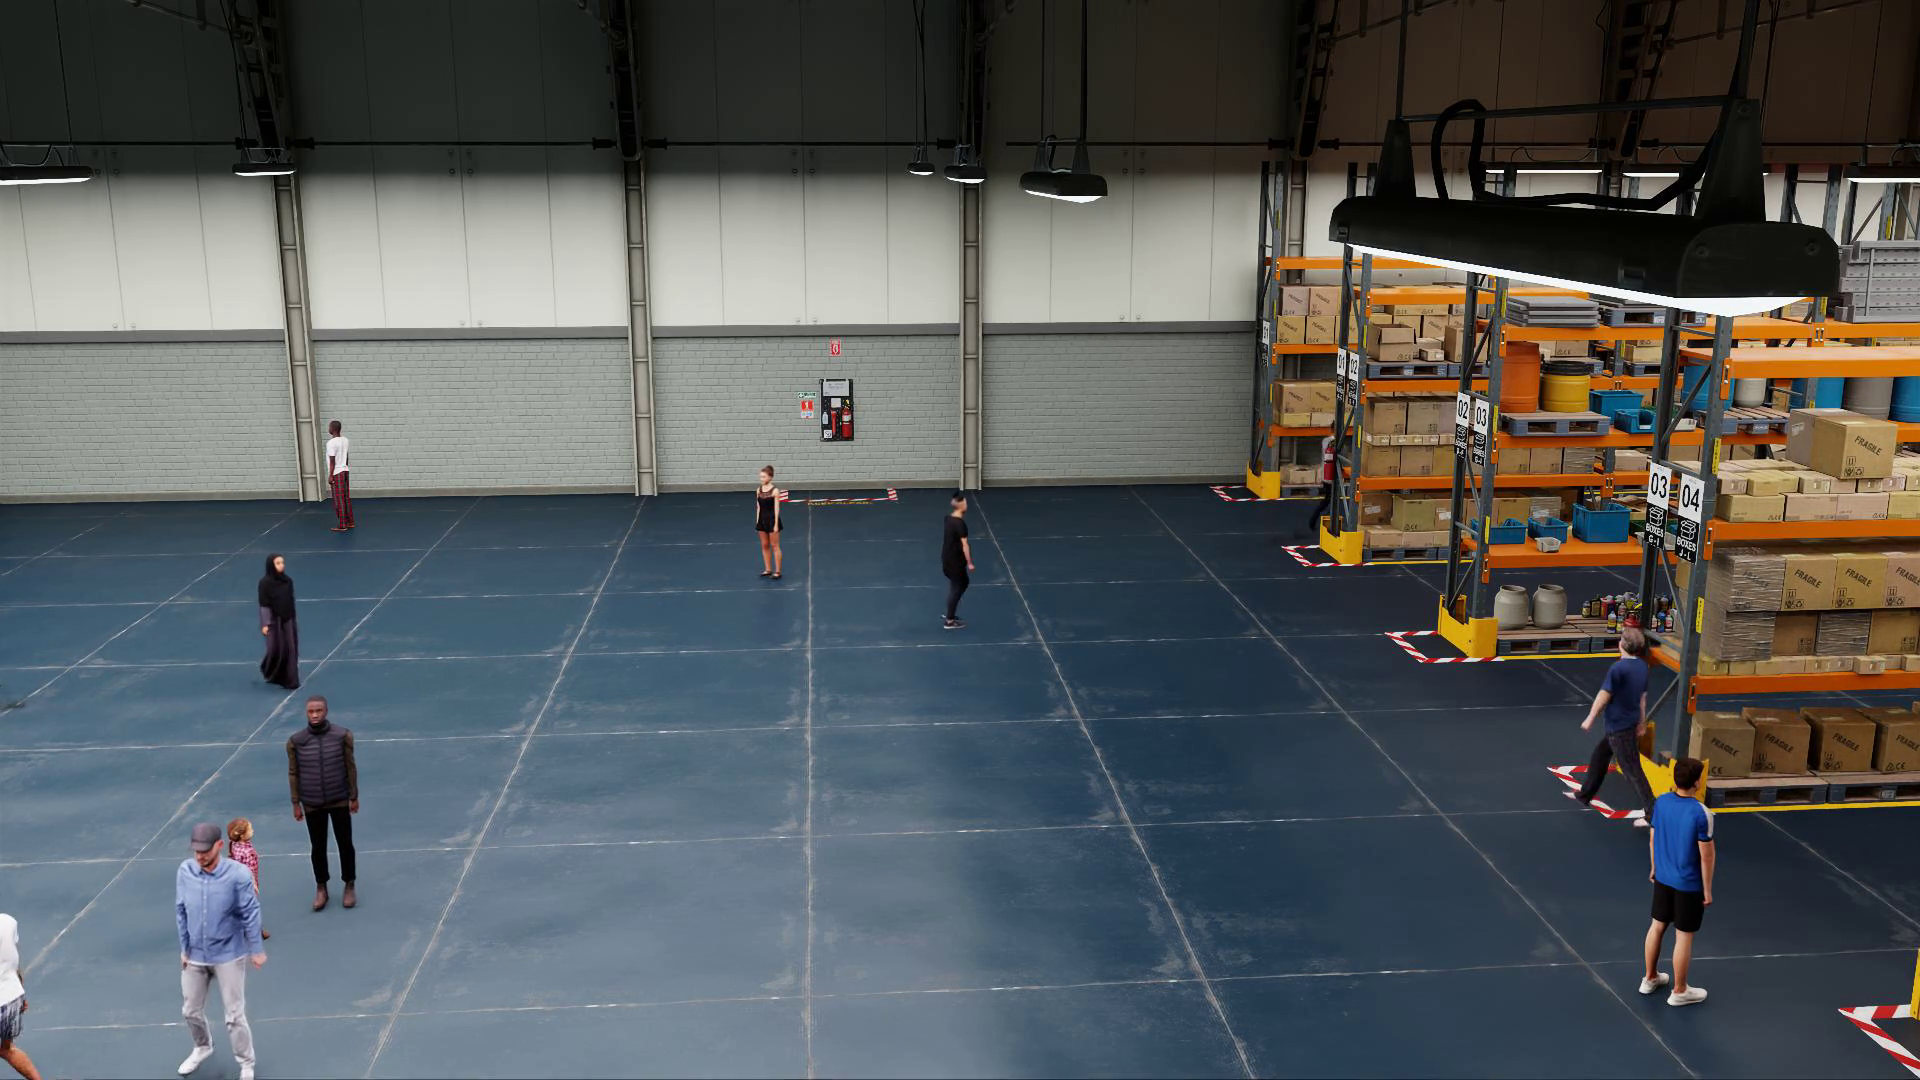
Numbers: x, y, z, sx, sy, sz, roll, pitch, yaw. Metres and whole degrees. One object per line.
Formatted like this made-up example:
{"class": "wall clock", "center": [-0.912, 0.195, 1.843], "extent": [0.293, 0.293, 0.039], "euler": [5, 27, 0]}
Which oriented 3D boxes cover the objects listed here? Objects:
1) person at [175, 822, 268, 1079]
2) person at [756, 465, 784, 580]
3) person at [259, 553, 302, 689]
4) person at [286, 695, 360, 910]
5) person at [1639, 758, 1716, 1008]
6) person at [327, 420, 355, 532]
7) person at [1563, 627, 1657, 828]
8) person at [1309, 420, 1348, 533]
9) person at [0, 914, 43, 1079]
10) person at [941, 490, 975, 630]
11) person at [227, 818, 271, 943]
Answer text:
{"class": "person", "center": [-4.960, 2.737, 11.090], "extent": [0.692, 1.871, 0.911], "euler": [0, 13, -1]}
{"class": "person", "center": [-2.803, -0.269, 24.495], "extent": [0.679, 1.680, 0.750], "euler": [9, 16, 34]}
{"class": "person", "center": [-7.997, 0.936, 19.450], "extent": [0.927, 1.608, 0.860], "euler": [10, 16, 37]}
{"class": "person", "center": [-5.219, 2.144, 13.726], "extent": [0.583, 1.836, 0.785], "euler": [-4, 14, -16]}
{"class": "person", "center": [5.273, 2.480, 12.213], "extent": [0.743, 1.865, 0.742], "euler": [-8, 15, -32]}
{"class": "person", "center": [-10.322, -1.085, 27.674], "extent": [0.642, 1.836, 0.717], "euler": [3, 13, 12]}
{"class": "person", "center": [6.206, 1.775, 15.389], "extent": [1.273, 1.806, 1.244], "euler": [-12, 18, -42]}
{"class": "person", "center": [6.025, -1.016, 27.220], "extent": [1.091, 1.905, 0.971], "euler": [-7, 15, -28]}
{"class": "person", "center": [-6.012, 2.968, 10.460], "extent": [0.930, 1.705, 0.820], "euler": [4, 14, 15]}
{"class": "person", "center": [-0.143, 0.263, 21.801], "extent": [0.676, 1.858, 0.718], "euler": [-4, 14, -15]}
{"class": "person", "center": [-5.678, 2.686, 13.194], "extent": [0.502, 1.021, 0.559], "euler": [11, 17, 41]}
